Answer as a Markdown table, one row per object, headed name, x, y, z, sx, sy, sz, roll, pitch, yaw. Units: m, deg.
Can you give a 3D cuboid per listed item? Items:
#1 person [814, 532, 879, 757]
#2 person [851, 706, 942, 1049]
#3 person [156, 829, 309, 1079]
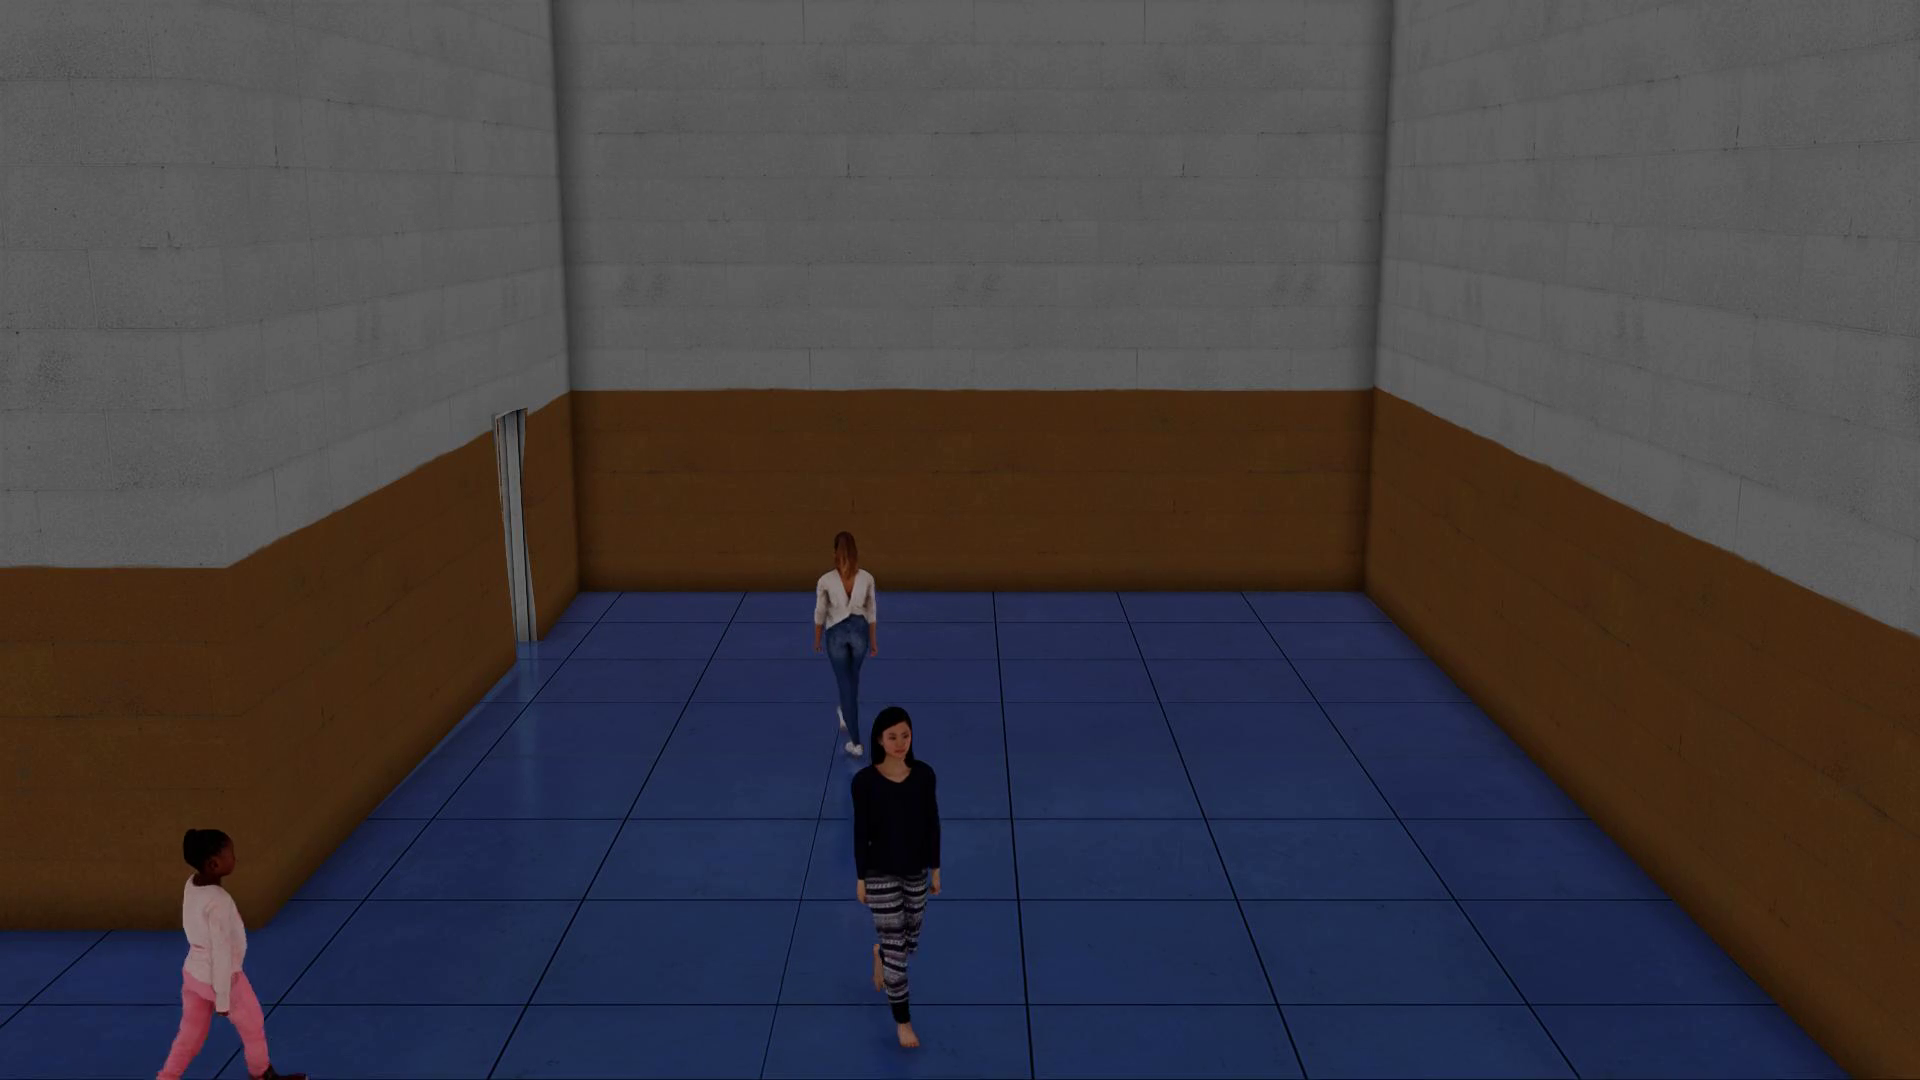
| name | x | y | z | sx | sy | sz | roll | pitch | yaw |
| --- | --- | --- | --- | --- | --- | --- | --- | --- | --- |
| person | -0.835 | 0.816 | 12.637 | 1.092 | 1.681 | 0.907 | -4 | 12 | -18 |
| person | -0.347 | 1.667 | 8.518 | 1.014 | 1.713 | 0.905 | -5 | 13 | -21 |
| person | -3.478 | 2.009 | 7.594 | 0.951 | 1.423 | 0.972 | 10 | 16 | 40 |
